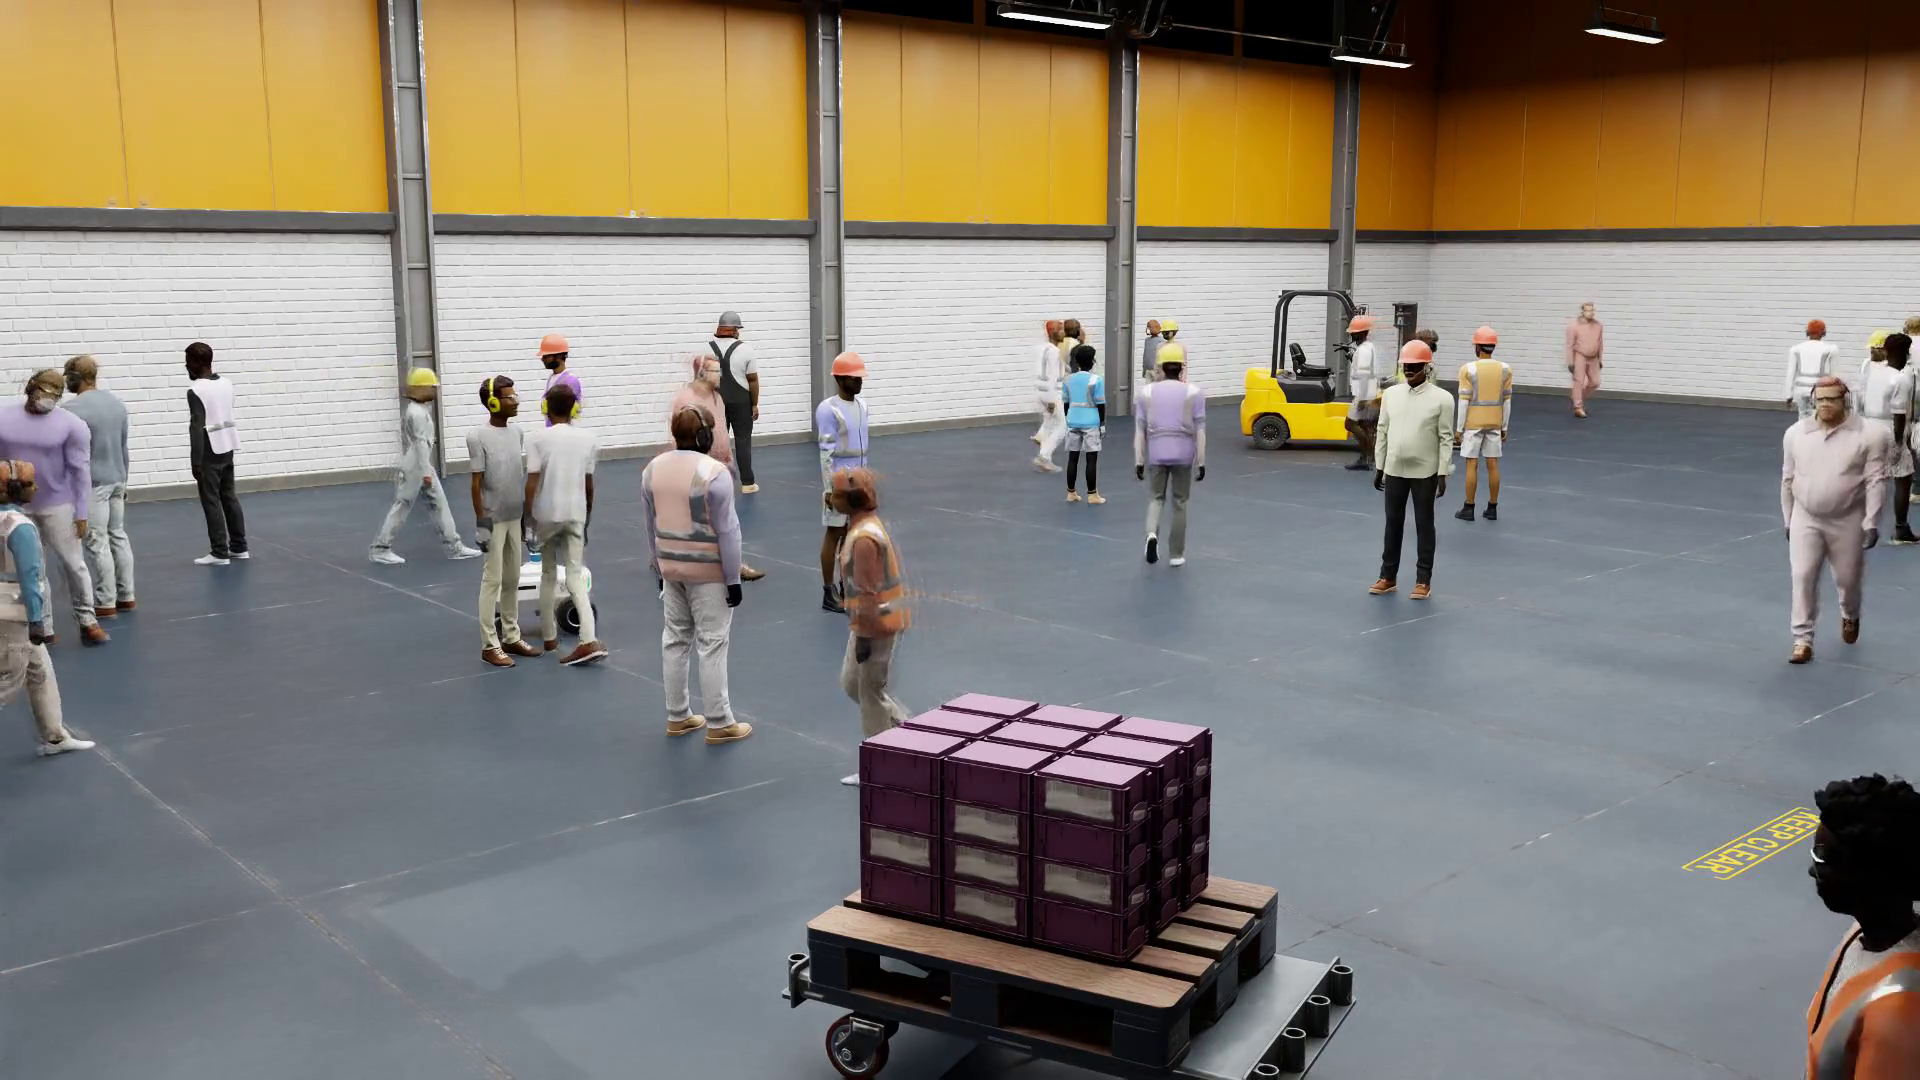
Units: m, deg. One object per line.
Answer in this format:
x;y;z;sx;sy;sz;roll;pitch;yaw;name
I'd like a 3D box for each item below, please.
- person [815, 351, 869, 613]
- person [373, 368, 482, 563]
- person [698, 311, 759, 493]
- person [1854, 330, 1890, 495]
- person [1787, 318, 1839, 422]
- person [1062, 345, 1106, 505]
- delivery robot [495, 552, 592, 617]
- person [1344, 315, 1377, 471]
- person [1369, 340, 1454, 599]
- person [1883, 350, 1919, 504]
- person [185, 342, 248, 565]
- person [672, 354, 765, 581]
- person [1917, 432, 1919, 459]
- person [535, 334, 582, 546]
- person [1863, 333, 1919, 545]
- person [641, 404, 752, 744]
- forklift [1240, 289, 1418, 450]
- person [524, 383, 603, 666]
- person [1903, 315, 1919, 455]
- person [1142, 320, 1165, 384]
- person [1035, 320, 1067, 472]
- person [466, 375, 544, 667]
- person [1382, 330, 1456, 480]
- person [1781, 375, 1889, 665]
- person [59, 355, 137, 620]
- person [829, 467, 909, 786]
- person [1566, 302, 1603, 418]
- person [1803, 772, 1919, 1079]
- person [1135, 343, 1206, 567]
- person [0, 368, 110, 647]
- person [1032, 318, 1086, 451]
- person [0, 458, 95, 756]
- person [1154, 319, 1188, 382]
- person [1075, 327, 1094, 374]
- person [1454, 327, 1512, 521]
-0.833;-0.436;12.393;0.373;1.939;0.545;6;11;32;person
-4.647;-0.633;14.272;0.890;1.686;0.496;-2;10;-13;person
-2.552;-1.541;18.561;0.687;2.000;0.535;2;10;10;person
10.123;-1.402;18.386;0.403;1.824;0.586;-4;11;-23;person
10.667;-1.848;20.886;0.792;1.865;0.569;-9;13;-43;person
1.323;-1.215;17.658;0.535;1.697;0.318;7;12;37;person
-2.963;0.328;11.687;0.707;0.478;0.477;-4;10;-20;delivery robot
4.891;-1.780;20.309;0.416;1.919;0.619;3;10;16;person
3.484;-0.543;12.846;0.610;1.996;0.378;7;12;37;person
9.879;-1.271;17.690;0.983;1.793;0.533;4;10;21;person
-6.384;-0.737;14.252;0.384;1.908;0.600;1;10;6;person
-2.099;-0.598;13.612;1.014;1.852;0.663;2;10;14;person
9.487;-0.867;15.850;0.516;1.609;0.694;-2;10;-10;person
-3.649;-0.908;15.165;0.373;1.933;0.551;-7;12;-35;person
8.522;-0.937;15.321;0.663;1.934;0.624;-1;10;-6;person
-1.416;0.187;9.036;0.630;1.843;0.429;6;12;33;person
5.034;-2.339;22.783;2.313;2.155;1.214;3;10;16;forklift
-2.594;-0.109;10.853;0.529;1.820;0.812;-4;11;-24;person
11.597;-1.781;20.339;0.646;1.910;0.429;6;12;33;person
3.074;-2.685;26.448;0.264;1.632;0.507;-6;11;-31;person
1.140;-1.728;20.158;0.420;1.865;0.615;-1;10;-5;person
-2.954;-0.127;10.777;0.325;1.873;0.517;4;10;22;person
5.404;-1.581;19.601;0.970;1.770;0.636;-1;10;-8;person
5.726;-0.153;10.934;0.646;1.873;0.847;7;12;36;person
-6.297;-0.380;12.128;0.400;1.928;0.631;1;10;7;person
-0.439;0.433;8.235;0.382;1.621;0.513;-1;10;-8;person
10.212;-2.934;27.137;0.674;1.892;0.421;-2;10;-14;person
1.820;1.273;3.137;0.496;1.679;0.552;4;11;23;person
1.767;-0.701;14.033;0.600;1.913;0.558;3;10;17;person
-6.123;-0.200;11.142;0.702;1.903;0.383;0;10;-3;person
1.414;-2.080;22.401;0.869;1.816;0.632;-5;11;-29;person
-4.921;0.394;8.509;0.526;1.612;0.769;9;14;44;person
2.907;-2.183;23.127;0.533;1.767;0.327;9;13;42;person
1.757;-2.361;24.616;0.505;1.622;0.429;6;12;33;person
5.206;-1.156;16.611;0.551;1.935;0.362;-1;10;-7;person
